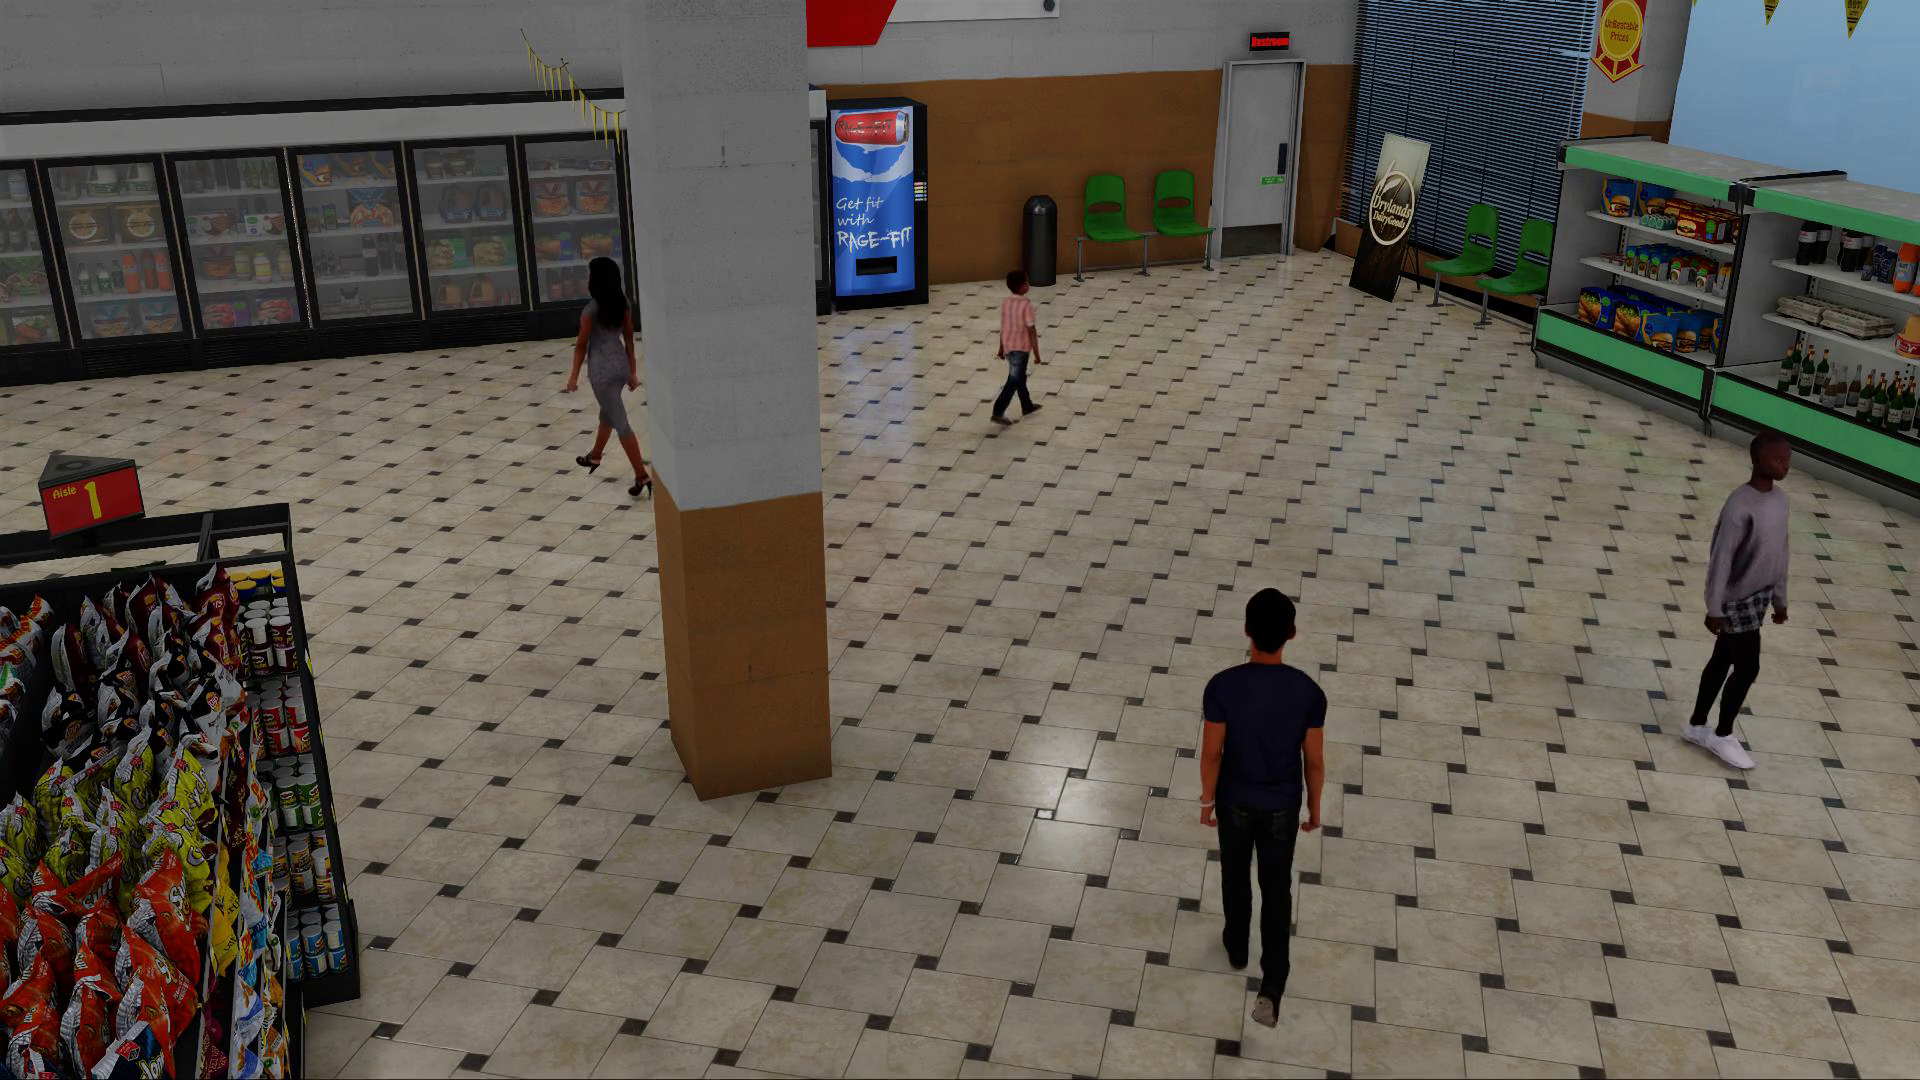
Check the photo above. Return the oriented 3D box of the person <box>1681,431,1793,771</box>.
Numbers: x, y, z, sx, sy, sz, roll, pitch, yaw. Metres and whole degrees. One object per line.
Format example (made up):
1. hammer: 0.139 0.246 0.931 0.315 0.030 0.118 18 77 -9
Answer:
1. person: 3.933 0.269 8.558 0.725 1.764 0.772 -15 26 -33

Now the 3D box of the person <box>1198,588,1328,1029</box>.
1. person: 1.177 1.076 6.542 0.953 1.767 1.174 2 22 6

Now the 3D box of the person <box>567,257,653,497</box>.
1. person: -2.476 -1.140 12.091 1.154 1.742 1.006 14 26 31

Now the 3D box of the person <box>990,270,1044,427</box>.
1. person: 0.429 -1.571 13.780 0.813 1.284 0.919 -19 29 -39
